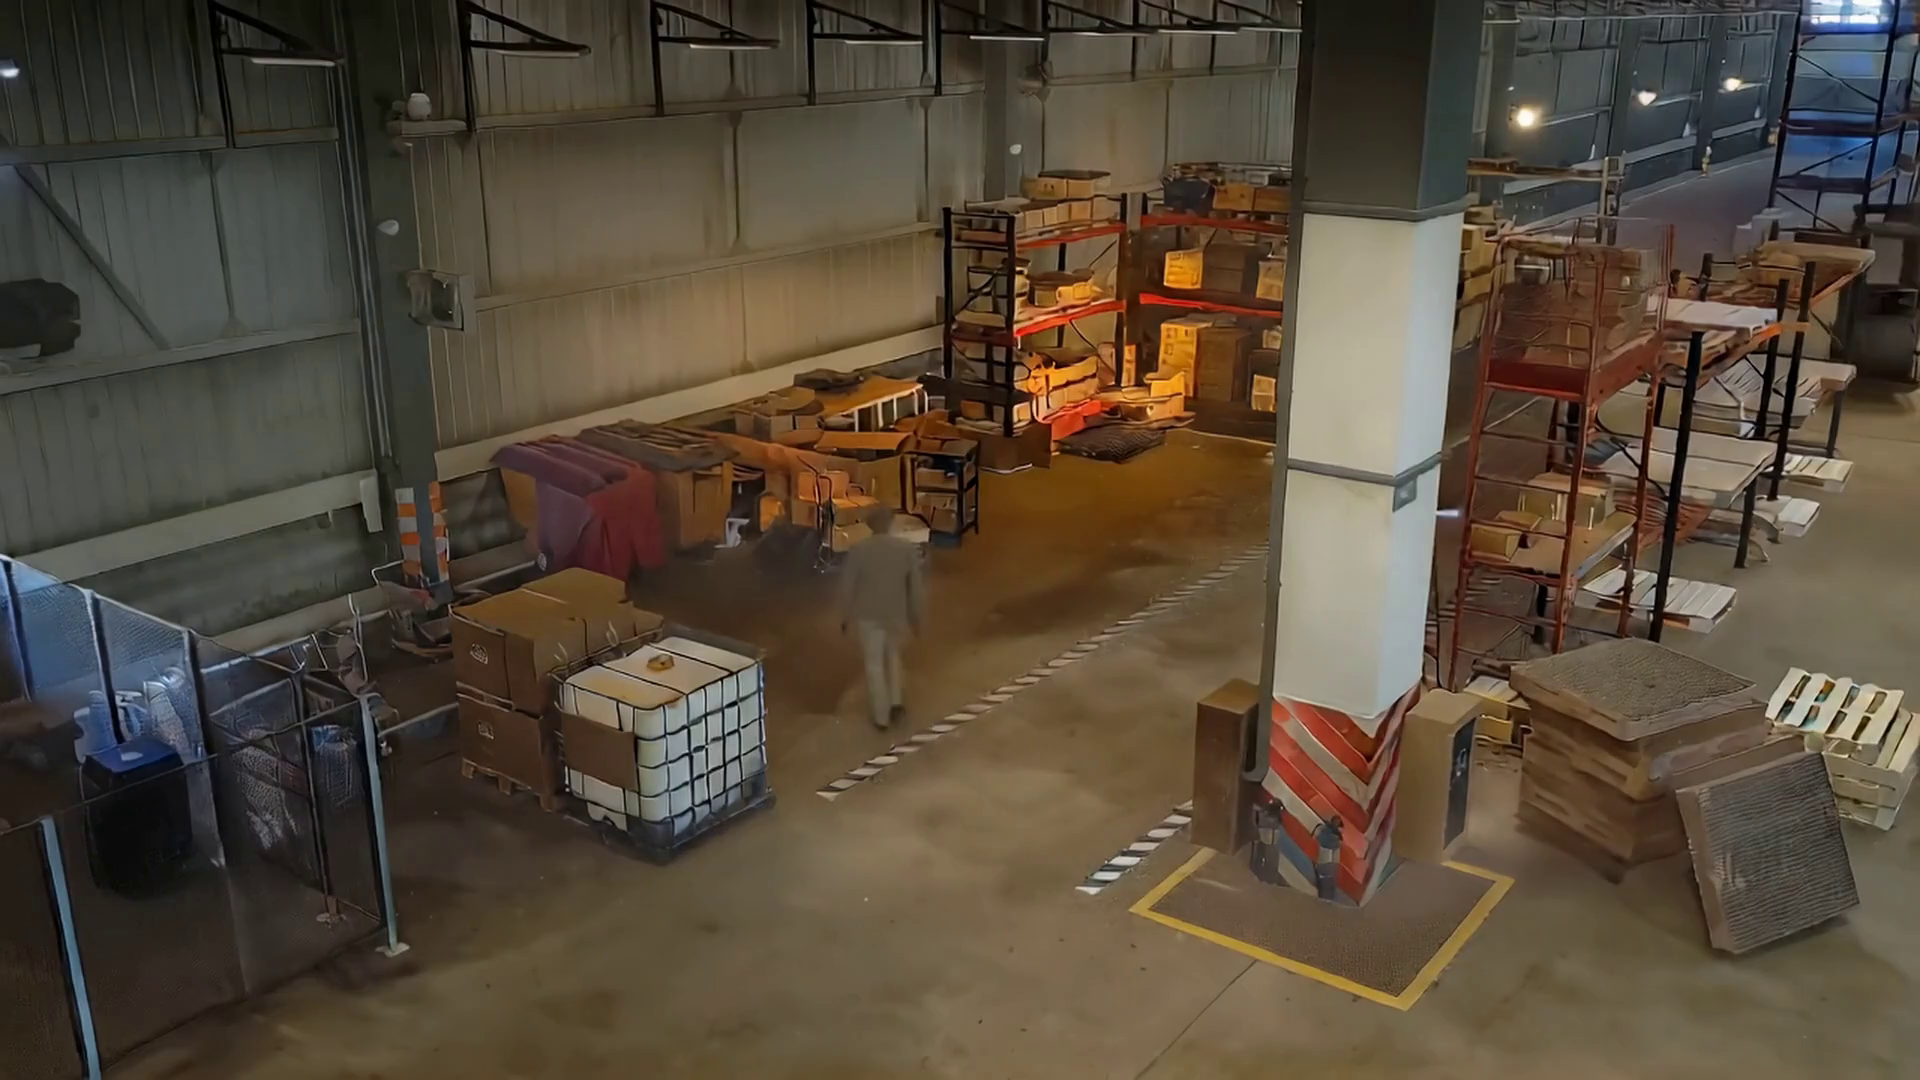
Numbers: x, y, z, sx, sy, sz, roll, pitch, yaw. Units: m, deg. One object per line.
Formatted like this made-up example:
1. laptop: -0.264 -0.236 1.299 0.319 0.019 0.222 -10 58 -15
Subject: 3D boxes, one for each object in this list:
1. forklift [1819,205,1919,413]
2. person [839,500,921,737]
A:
1. forklift: 13.323 -3.440 24.145 1.129 2.768 1.873 6 19 19
2. person: -0.669 0.591 13.350 0.633 1.916 0.741 -7 20 -22
